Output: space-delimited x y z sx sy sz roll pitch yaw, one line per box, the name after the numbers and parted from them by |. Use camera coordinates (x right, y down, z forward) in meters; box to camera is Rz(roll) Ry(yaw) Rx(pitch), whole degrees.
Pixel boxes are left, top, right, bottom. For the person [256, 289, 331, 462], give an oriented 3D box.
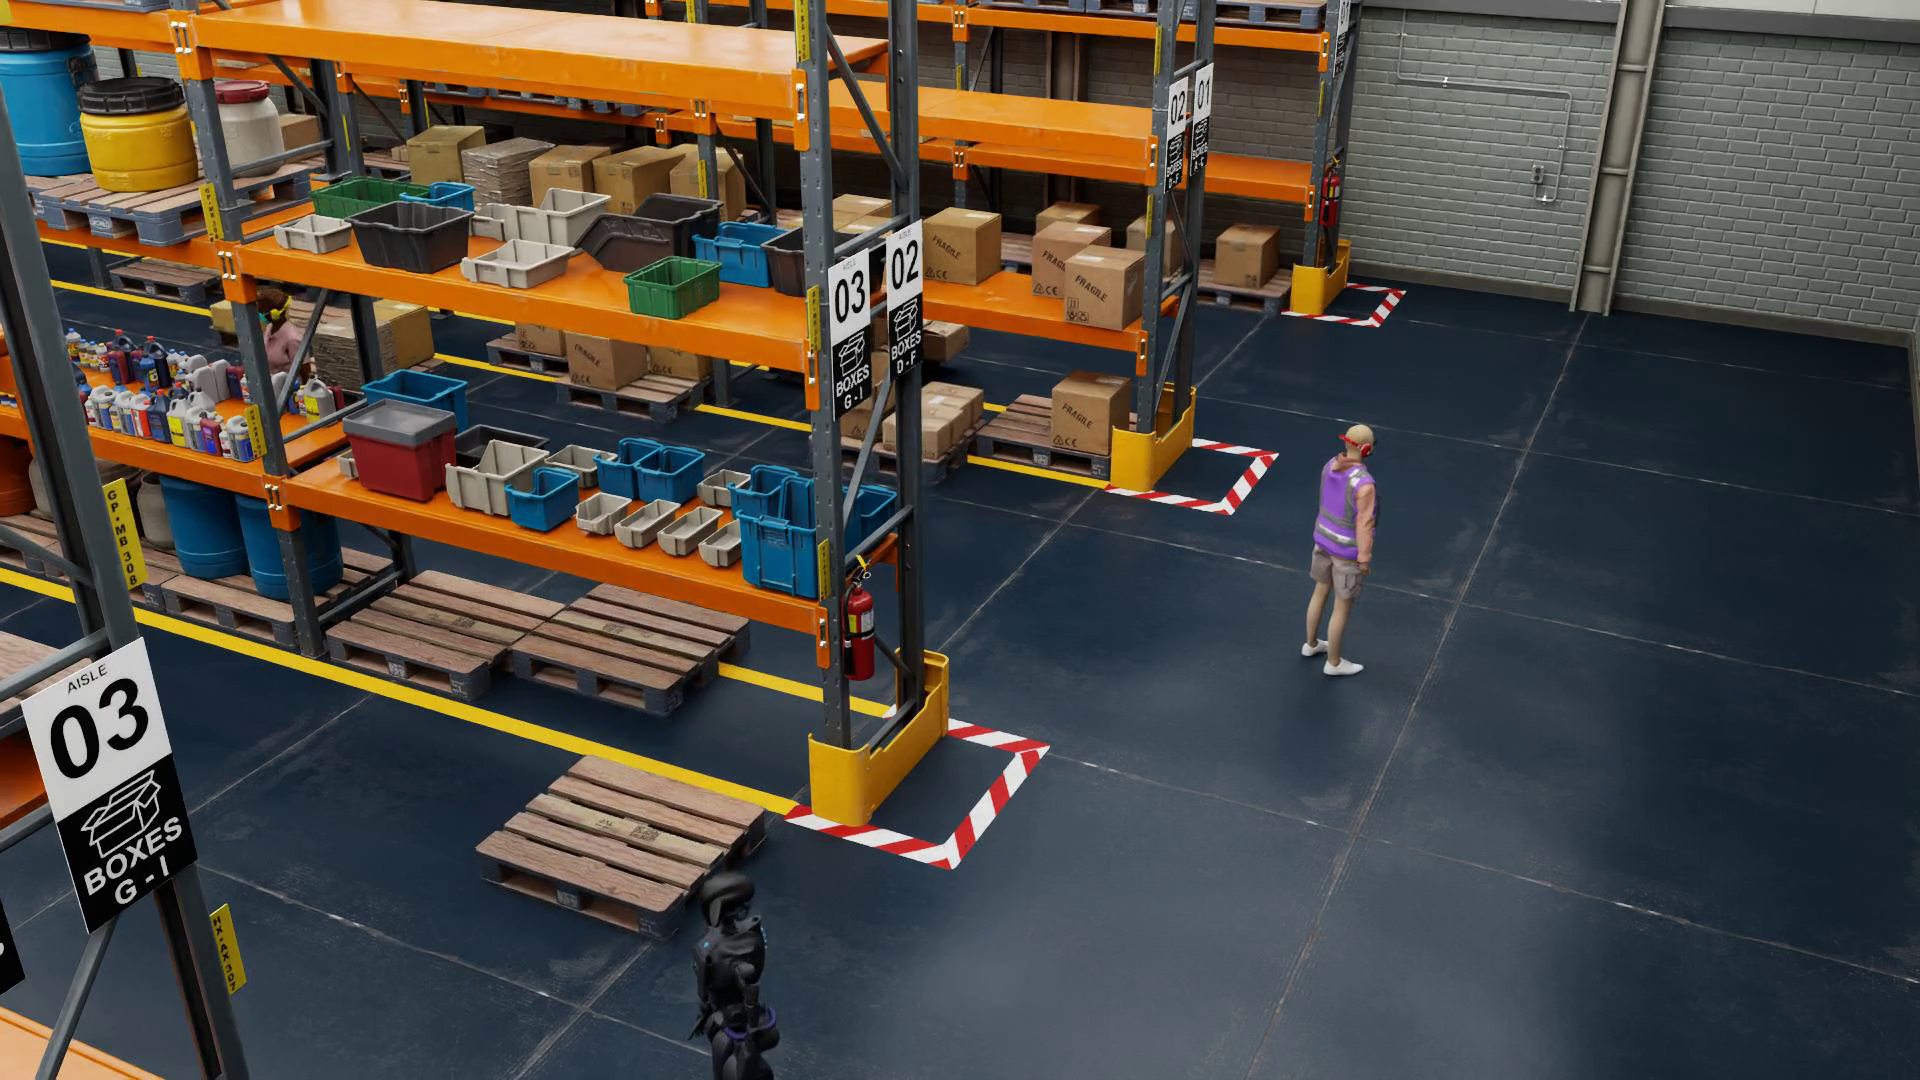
-5.089 -1.061 12.727 0.518 1.798 0.336 22 34 37 | person

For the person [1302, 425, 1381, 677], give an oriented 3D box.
2.433 0.060 10.583 0.345 1.688 0.489 -11 28 -21 | person

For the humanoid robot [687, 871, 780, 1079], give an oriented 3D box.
-0.907 2.005 6.652 0.333 1.647 0.602 -12 29 -23 | humanoid robot
